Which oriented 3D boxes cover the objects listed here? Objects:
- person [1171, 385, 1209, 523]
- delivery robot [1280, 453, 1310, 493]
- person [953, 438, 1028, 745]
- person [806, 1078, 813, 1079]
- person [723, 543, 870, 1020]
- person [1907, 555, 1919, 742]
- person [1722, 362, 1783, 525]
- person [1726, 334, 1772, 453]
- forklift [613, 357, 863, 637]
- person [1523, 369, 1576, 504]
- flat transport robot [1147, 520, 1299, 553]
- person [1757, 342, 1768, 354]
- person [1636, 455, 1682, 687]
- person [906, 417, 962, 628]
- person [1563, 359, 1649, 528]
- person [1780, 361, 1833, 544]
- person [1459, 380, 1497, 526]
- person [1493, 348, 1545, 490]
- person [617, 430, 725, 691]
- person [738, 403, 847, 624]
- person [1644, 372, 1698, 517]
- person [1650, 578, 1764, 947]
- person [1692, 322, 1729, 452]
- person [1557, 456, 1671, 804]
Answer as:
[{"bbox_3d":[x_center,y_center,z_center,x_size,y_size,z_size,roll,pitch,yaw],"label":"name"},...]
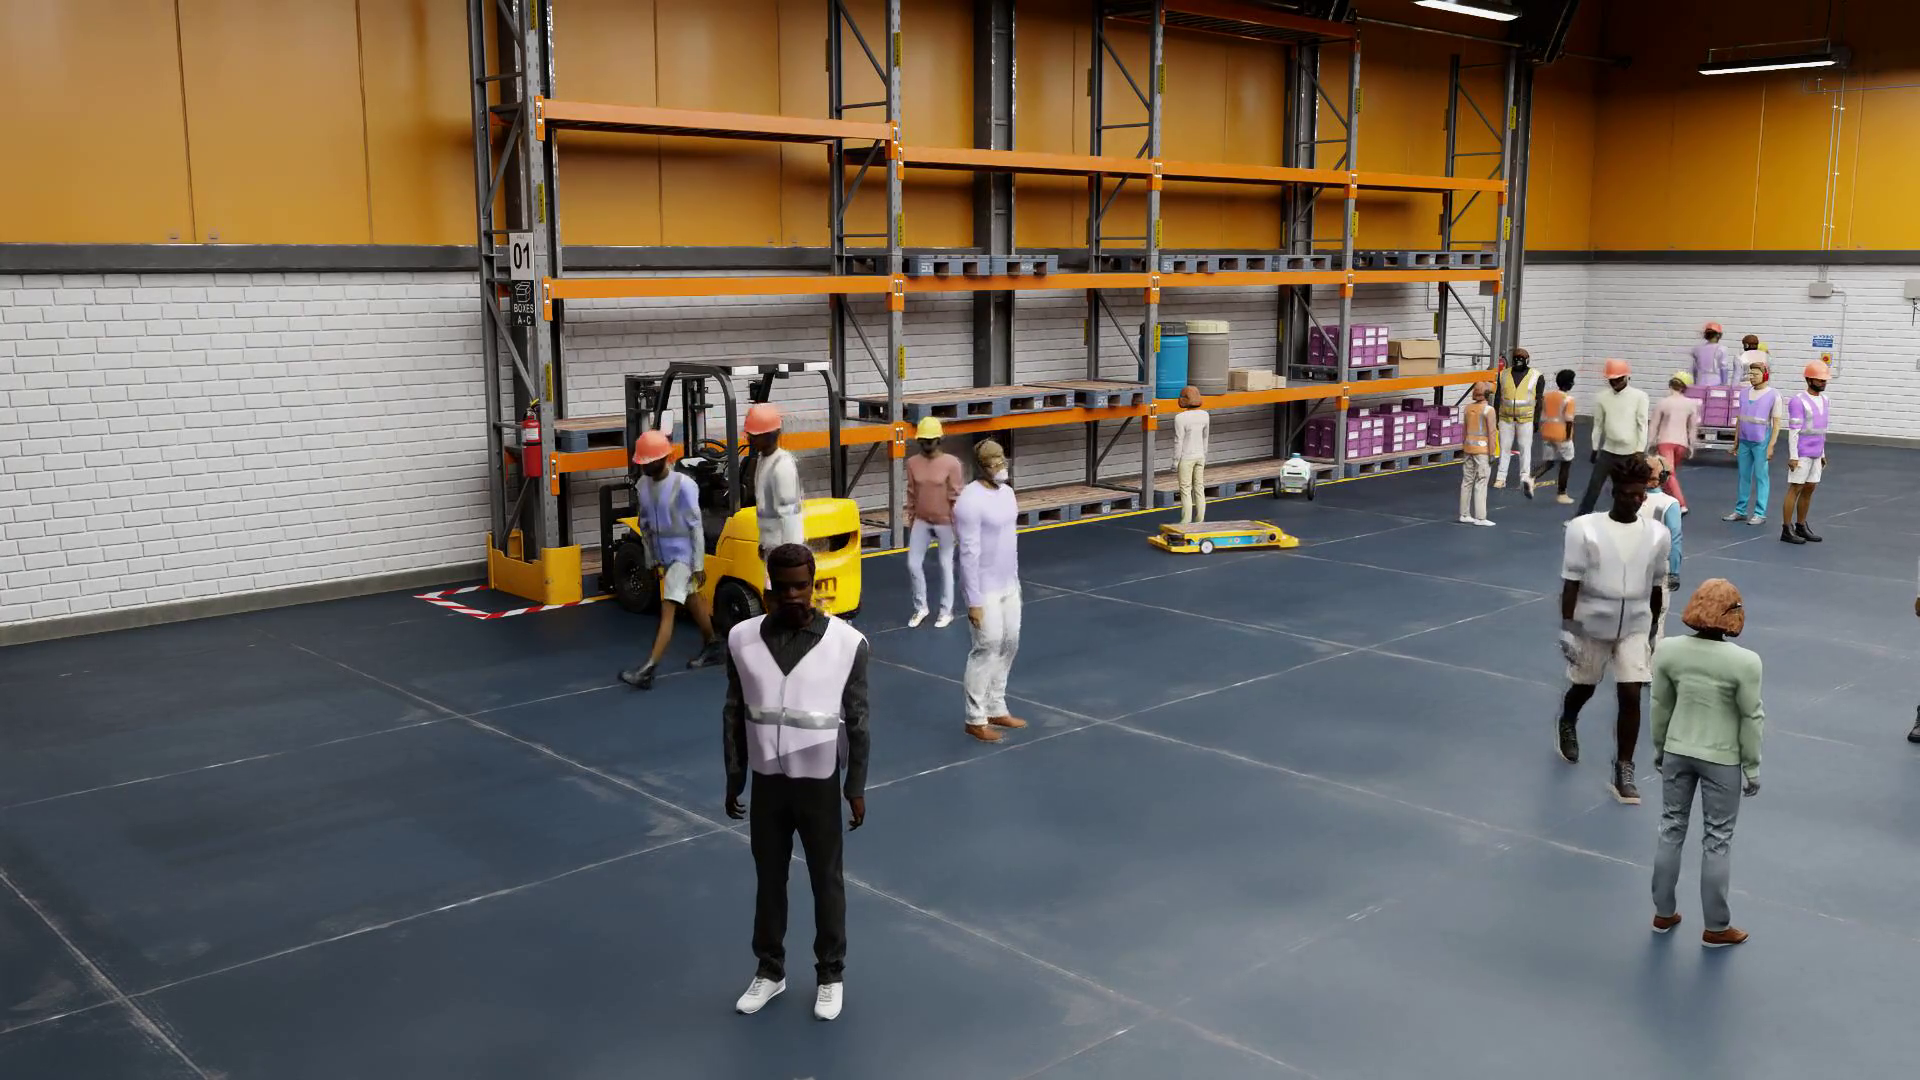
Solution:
[{"bbox_3d":[2.502,-0.866,18.129,0.500,1.636,0.281,-8,12,-38],"label":"person"},{"bbox_3d":[4.219,-0.851,20.933,0.477,0.478,0.707,2,10,13],"label":"delivery robot"},{"bbox_3d":[0.190,0.319,10.418,0.339,1.918,0.711,5,11,27],"label":"person"},{"bbox_3d":[-0.268,1.727,2.961,0.265,1.631,0.507,-4,11,-25],"label":"person"},{"bbox_3d":[-0.655,0.952,6.656,0.597,1.919,0.378,2,10,11],"label":"person"},{"bbox_3d":[6.208,0.332,10.266,0.542,1.928,0.374,6,11,32],"label":"person"},{"bbox_3d":[9.028,-1.096,18.861,0.390,1.846,0.565,-4,11,-23],"label":"person"},{"bbox_3d":[12.099,-2.234,25.557,0.624,1.840,0.429,-2,10,-11],"label":"person"},{"bbox_3d":[-1.847,-0.414,13.852,1.214,2.155,2.313,-9,13,-42],"label":"forklift"},{"bbox_3d":[7.242,-1.253,20.275,0.583,1.672,0.528,-5,11,-25],"label":"person"},{"bbox_3d":[2.734,-0.047,17.328,1.431,0.197,0.652,-3,10,-16],"label":"flat transport robot"},{"bbox_3d":[12.468,-2.249,26.016,0.373,1.710,0.522,8,13,40],"label":"person"},{"bbox_3d":[4.876,0.217,11.779,0.310,1.642,0.514,-5,11,-26],"label":"person"},{"bbox_3d":[-0.214,-0.130,13.517,0.525,1.746,0.502,4,10,22],"label":"person"},{"bbox_3d":[7.109,-1.014,18.140,0.563,1.948,0.792,-8,13,-40],"label":"person"},{"bbox_3d":[8.991,-0.924,17.592,0.552,1.935,0.370,-5,11,-29],"label":"person"},{"bbox_3d":[5.857,-0.977,18.772,0.310,1.639,0.521,-4,11,-23],"label":"person"},{"bbox_3d":[7.261,-1.574,21.680,0.625,1.844,0.429,5,11,29],"label":"person"},{"bbox_3d":[-2.059,0.120,11.845,0.559,1.826,1.151,8,12,38],"label":"person"},{"bbox_3d":[-1.209,0.004,11.982,0.791,2.011,0.642,-4,10,-20],"label":"person"},{"bbox_3d":[8.290,-1.103,19.333,0.548,1.705,0.878,-1,10,-5],"label":"person"},{"bbox_3d":[3.293,0.975,7.360,0.278,1.634,0.498,-8,12,-38],"label":"person"},{"bbox_3d":[11.660,-2.371,25.823,0.473,2.014,0.643,-6,12,-33],"label":"person"},{"bbox_3d":[3.701,0.458,9.506,0.610,1.935,0.869,1,10,5],"label":"person"}]
